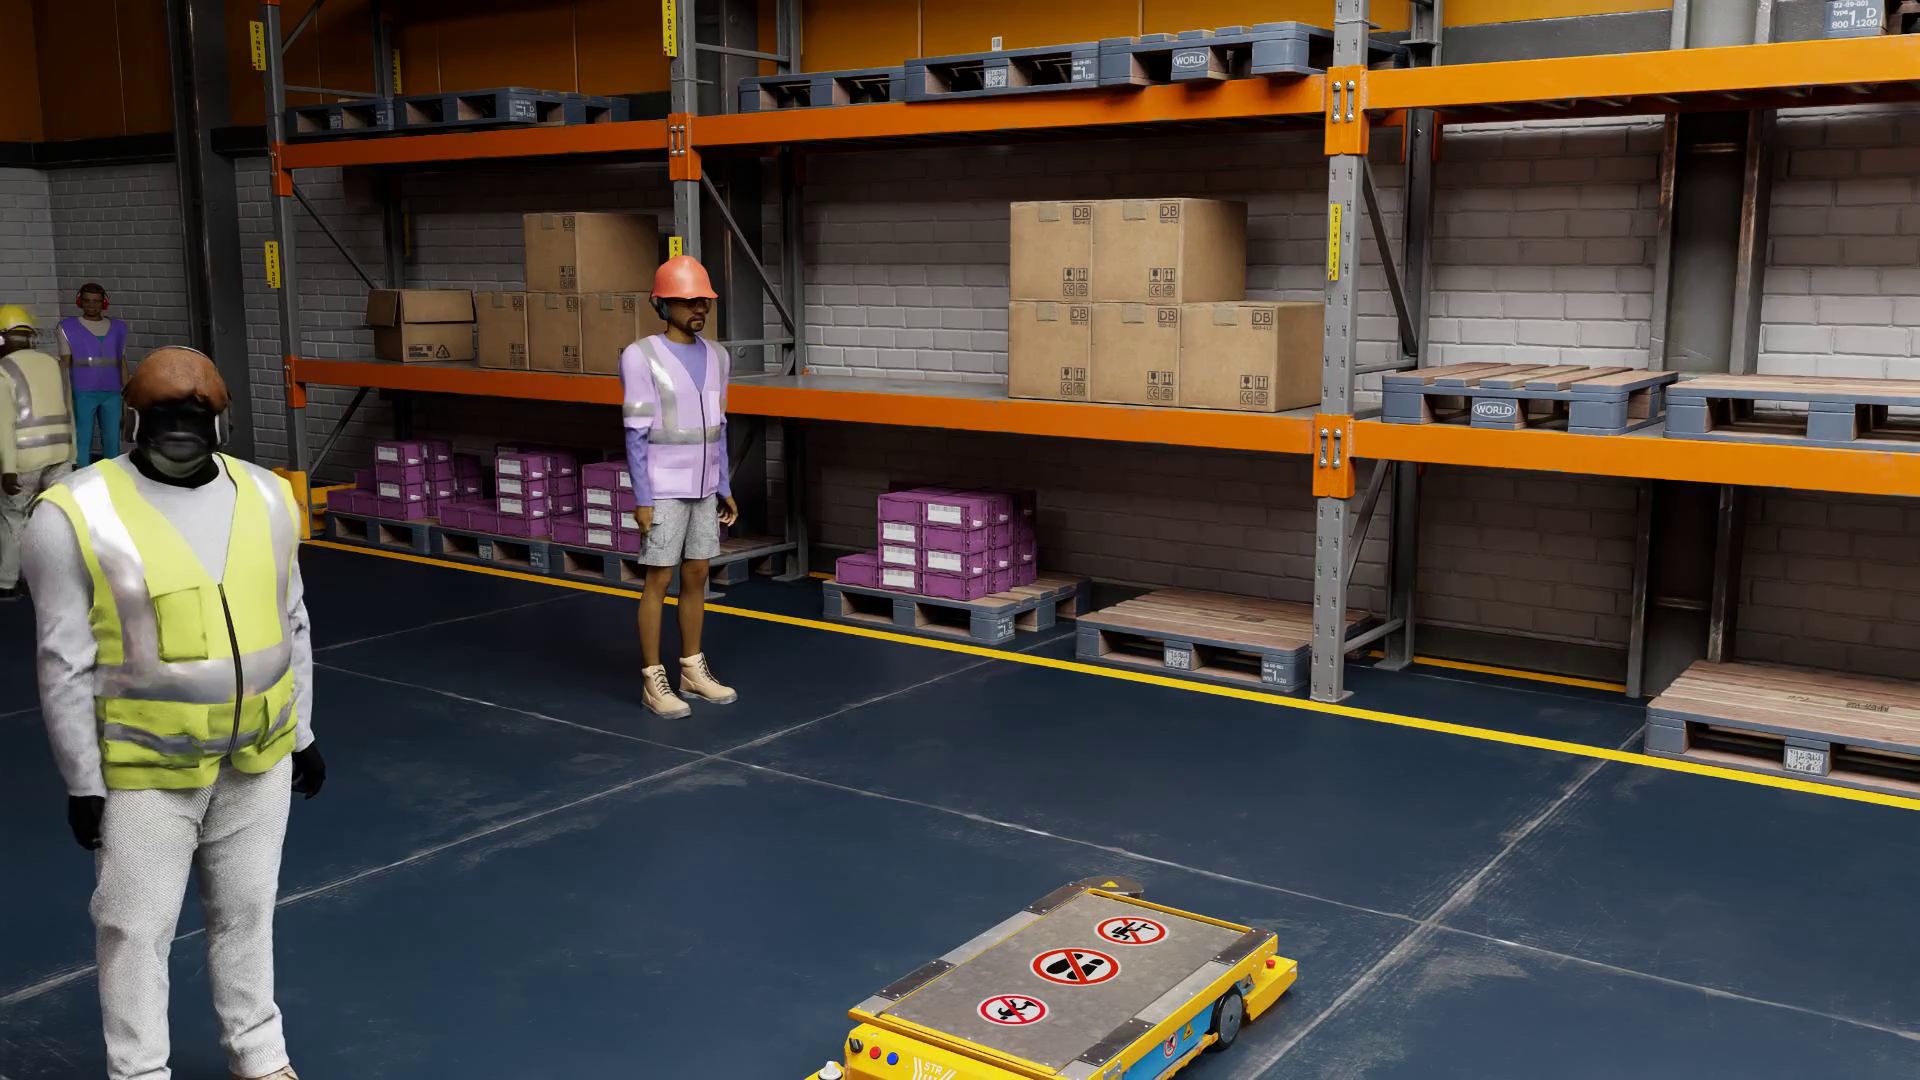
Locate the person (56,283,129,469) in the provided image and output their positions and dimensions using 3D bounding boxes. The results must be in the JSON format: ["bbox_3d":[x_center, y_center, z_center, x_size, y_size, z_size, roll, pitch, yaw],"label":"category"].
[{"bbox_3d":[-7.143,-1.198,13.770,0.395,1.839,0.564,7,12,37],"label":"person"}]

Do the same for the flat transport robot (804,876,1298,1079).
[{"bbox_3d":[0.254,1.194,4.191,0.652,0.197,1.431,7,12,35],"label":"flat transport robot"}]

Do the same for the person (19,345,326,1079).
[{"bbox_3d":[-1.716,0.487,3.745,0.430,1.840,0.622,7,12,37],"label":"person"}]

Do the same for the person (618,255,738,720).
[{"bbox_3d":[-1.227,-0.238,7.447,0.389,2.045,0.606,7,12,37],"label":"person"}]

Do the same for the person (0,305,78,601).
[{"bbox_3d":[-5.414,-0.494,9.804,0.935,1.777,0.645,3,10,18],"label":"person"}]
